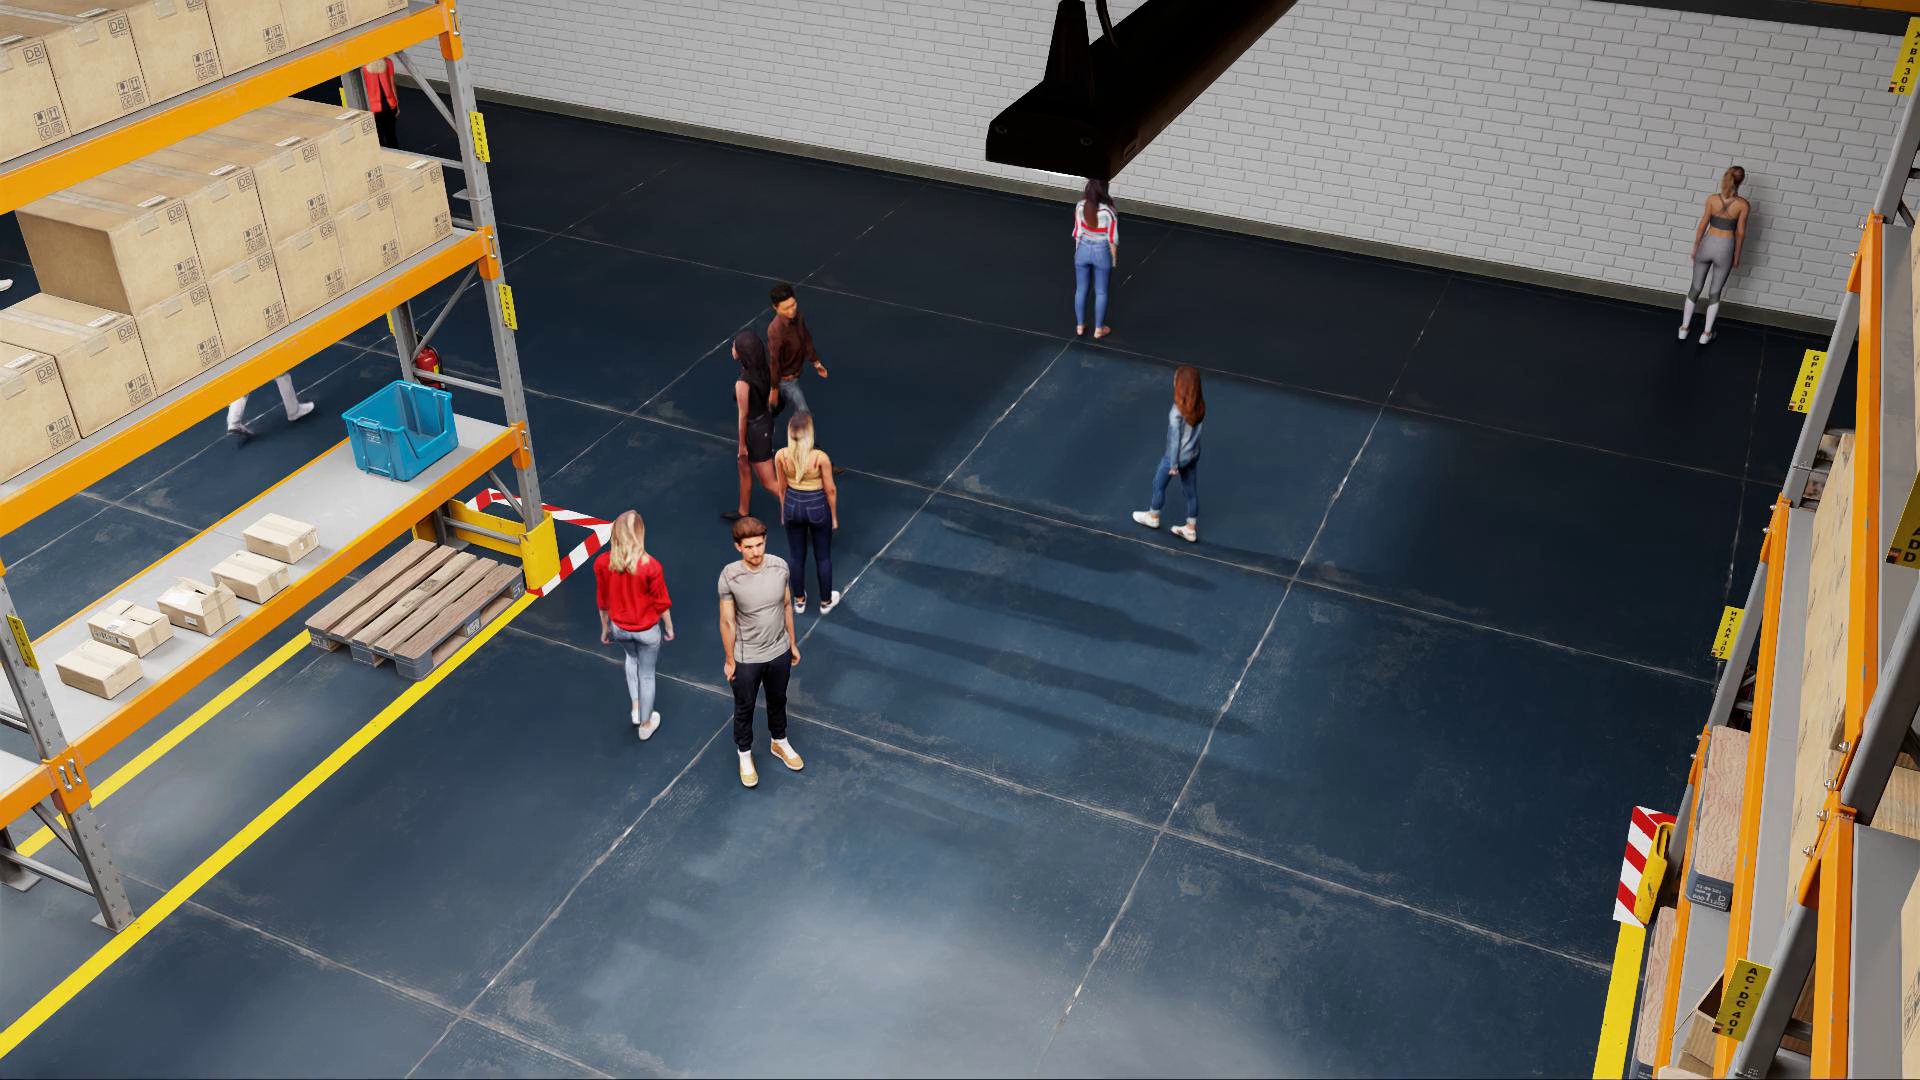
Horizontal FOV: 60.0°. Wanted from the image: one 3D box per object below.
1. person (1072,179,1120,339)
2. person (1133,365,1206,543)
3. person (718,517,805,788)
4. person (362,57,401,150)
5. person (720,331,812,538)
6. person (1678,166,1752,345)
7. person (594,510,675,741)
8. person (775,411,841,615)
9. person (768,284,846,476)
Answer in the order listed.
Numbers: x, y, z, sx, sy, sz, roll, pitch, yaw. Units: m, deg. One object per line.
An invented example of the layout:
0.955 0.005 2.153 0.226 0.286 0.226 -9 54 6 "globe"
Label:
1.257 -2.683 15.610 0.595 1.612 0.488 12 36 18 "person"
1.750 -0.631 12.661 0.771 1.459 0.801 29 43 36 "person"
-1.249 0.665 10.316 0.705 1.897 0.795 -16 37 -23 "person"
-6.511 -4.844 18.806 1.012 1.673 0.925 -24 40 -31 "person"
-1.452 -0.762 12.633 0.824 1.707 1.131 7 34 10 "person"
7.035 -2.663 15.497 0.601 1.704 0.550 21 39 28 "person"
-2.090 0.608 10.592 0.704 1.685 0.679 5 34 7 "person"
-1.087 -0.188 11.840 0.626 1.629 0.611 4 34 6 "person"
-1.485 -1.285 13.406 0.952 1.723 1.137 4 34 6 "person"
